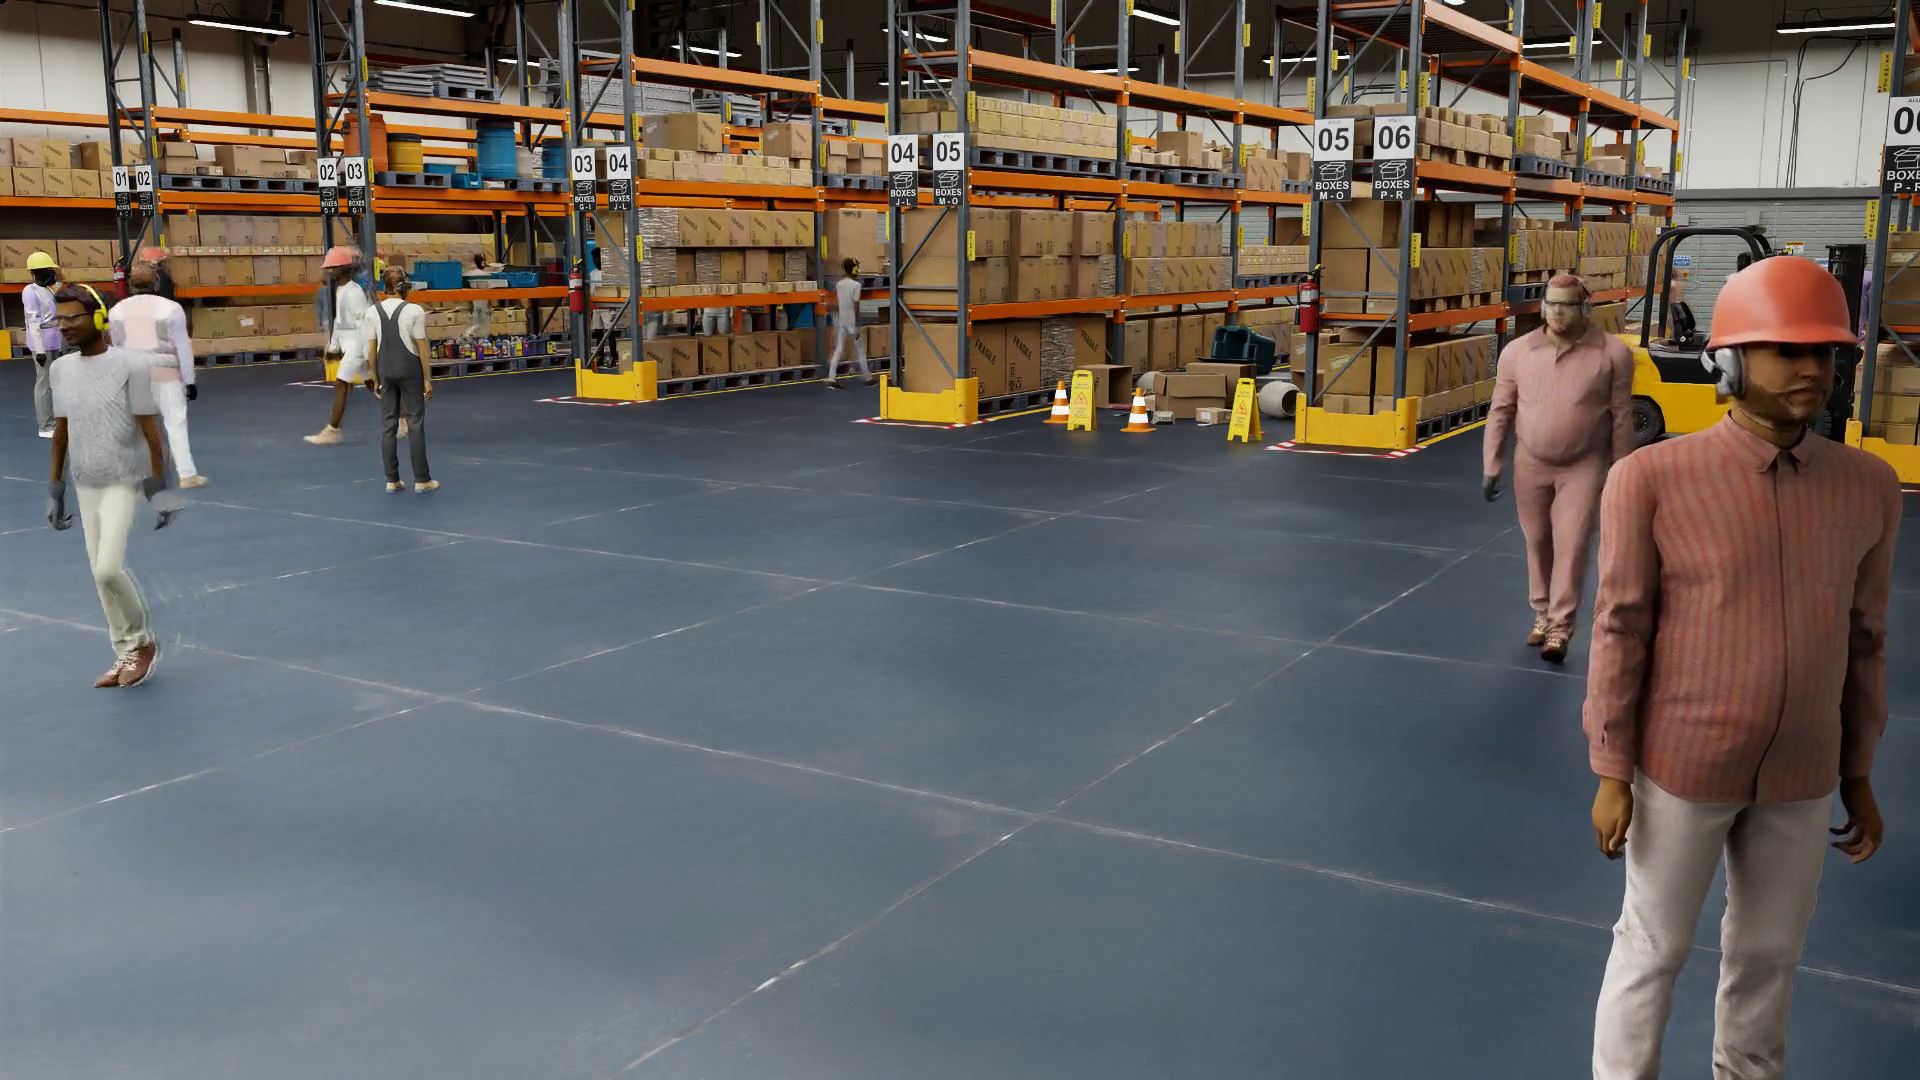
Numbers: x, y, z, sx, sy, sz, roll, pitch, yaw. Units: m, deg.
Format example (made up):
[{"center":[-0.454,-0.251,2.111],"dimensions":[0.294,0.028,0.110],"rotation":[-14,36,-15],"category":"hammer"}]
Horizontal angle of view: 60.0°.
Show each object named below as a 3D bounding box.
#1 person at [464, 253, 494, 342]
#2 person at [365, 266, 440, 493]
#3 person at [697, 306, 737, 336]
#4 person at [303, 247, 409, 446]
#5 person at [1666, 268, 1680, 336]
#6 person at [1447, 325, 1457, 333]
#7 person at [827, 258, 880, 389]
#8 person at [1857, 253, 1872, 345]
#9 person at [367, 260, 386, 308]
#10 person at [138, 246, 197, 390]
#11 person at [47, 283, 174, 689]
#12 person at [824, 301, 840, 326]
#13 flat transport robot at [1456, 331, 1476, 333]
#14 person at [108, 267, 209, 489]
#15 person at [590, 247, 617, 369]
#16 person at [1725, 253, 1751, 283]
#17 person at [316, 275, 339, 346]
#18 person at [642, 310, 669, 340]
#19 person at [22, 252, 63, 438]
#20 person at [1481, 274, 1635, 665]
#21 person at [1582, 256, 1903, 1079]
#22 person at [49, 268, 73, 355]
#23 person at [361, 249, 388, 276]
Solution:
[{"center":[-8.692,-4.247,30.023],"dimensions":[0.522,1.850,0.649],"rotation":[6,12,29],"category":"person"},{"center":[-4.537,-1.295,13.512],"dimensions":[0.506,1.839,0.343],"rotation":[1,10,5],"category":"person"},{"center":[-3.695,-3.439,25.279],"dimensions":[0.636,1.933,0.367],"rotation":[1,10,3],"category":"person"},{"center":[-6.078,-1.944,16.765],"dimensions":[1.056,1.990,0.608],"rotation":[-4,11,-24],"category":"person"},{"center":[13.092,-4.192,30.399],"dimensions":[0.724,1.601,0.516],"rotation":[8,13,38],"category":"person"},{"center":[9.260,-4.463,31.212],"dimensions":[0.600,1.875,0.978],"rotation":[6,12,29],"category":"person"},{"center":[-1.533,-3.009,23.168],"dimensions":[0.542,1.819,0.973],"rotation":[9,13,40],"category":"person"},{"center":[13.091,-3.263,24.345],"dimensions":[0.403,1.906,0.651],"rotation":[-8,13,-39],"category":"person"},{"center":[-9.053,-3.490,26.009],"dimensions":[0.525,1.769,0.310],"rotation":[5,11,25],"category":"person"},{"center":[-10.423,-2.840,21.754],"dimensions":[0.539,1.983,0.634],"rotation":[-3,11,-18],"category":"person"},{"center":[-3.872,-0.227,7.502],"dimensions":[0.553,1.846,0.473],"rotation":[2,10,12],"category":"person"},{"center":[-2.184,-3.842,27.993],"dimensions":[0.523,1.764,0.323],"rotation":[4,11,22],"category":"person"},{"center":[9.632,-3.949,32.668],"dimensions":[1.431,0.197,0.652],"rotation":[-13,17,-42],"category":"flat transport robot"},{"center":[-6.645,-1.328,13.749],"dimensions":[0.665,1.826,0.432],"rotation":[0,10,-1],"category":"person"},{"center":[-5.756,-3.725,26.781],"dimensions":[0.602,1.959,0.368],"rotation":[7,12,34],"category":"person"},{"center":[11.965,-3.455,25.519],"dimensions":[0.987,1.863,0.618],"rotation":[-8,13,-39],"category":"person"},{"center":[-9.734,-3.390,25.870],"dimensions":[0.513,1.621,0.390],"rotation":[3,11,18],"category":"person"},{"center":[-4.655,-3.357,25.136],"dimensions":[0.599,1.806,0.806],"rotation":[5,11,25],"category":"person"},{"center":[-9.516,-2.025,17.343],"dimensions":[0.361,1.930,0.587],"rotation":[-2,10,-11],"category":"person"},{"center":[2.871,-0.339,8.081],"dimensions":[0.670,1.862,0.946],"rotation":[6,12,32],"category":"person"},{"center":[1.547,0.445,3.317],"dimensions":[0.612,1.997,0.375],"rotation":[-1,10,-5],"category":"person"},{"center":[-15.566,-3.878,28.590],"dimensions":[0.340,1.620,0.504],"rotation":[-8,13,-38],"category":"person"},{"center":[-9.608,-3.817,27.410],"dimensions":[0.553,1.914,0.493],"rotation":[4,11,23],"category":"person"}]
